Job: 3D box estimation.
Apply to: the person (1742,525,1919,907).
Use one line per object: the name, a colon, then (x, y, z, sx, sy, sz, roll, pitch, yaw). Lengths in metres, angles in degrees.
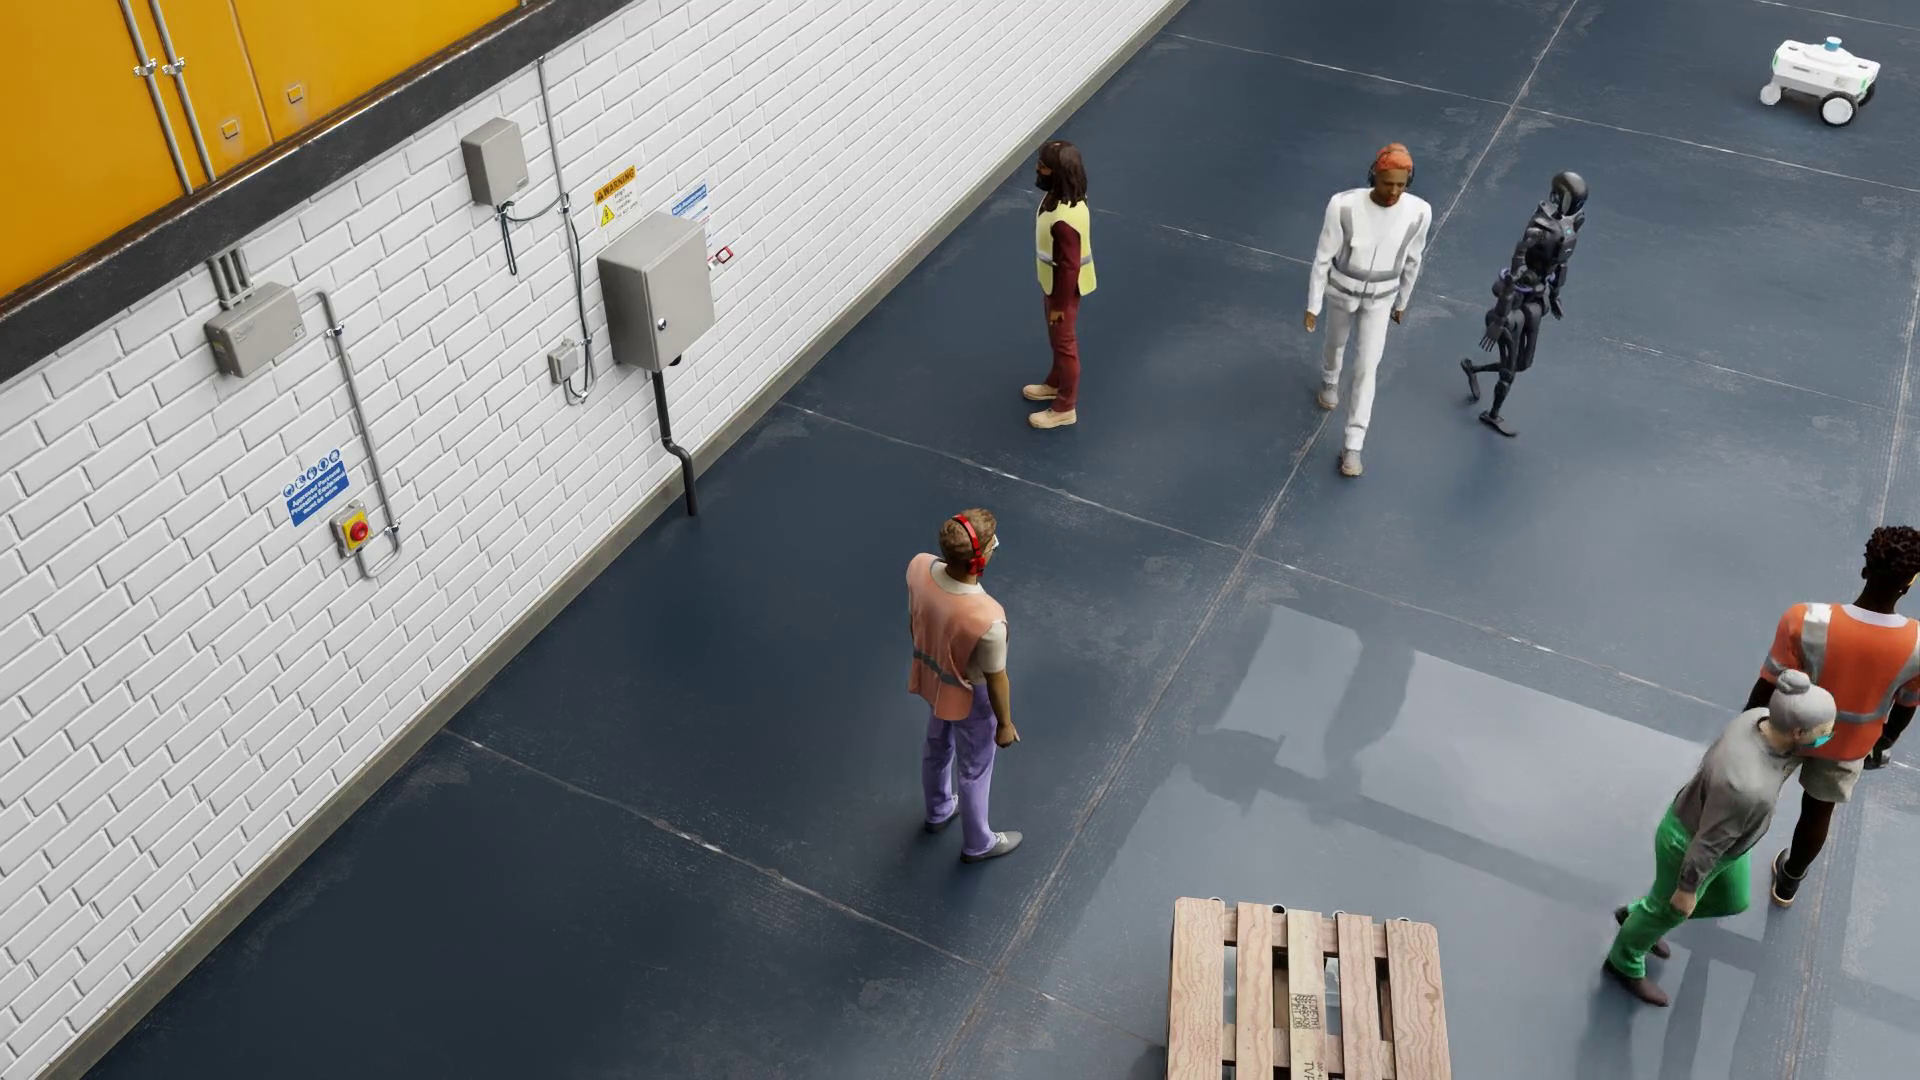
person: (3.446, 0.742, 6.681, 0.611, 1.961, 0.362, 11, 42, 12)

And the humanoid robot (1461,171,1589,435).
humanoid robot: (3.110, -1.377, 9.365, 0.615, 1.624, 0.535, -28, 48, -28)

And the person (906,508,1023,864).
person: (0.001, 0.629, 6.900, 0.389, 1.847, 0.562, -28, 48, -29)

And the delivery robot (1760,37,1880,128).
delivery robot: (6.607, -3.538, 12.718, 0.774, 0.592, 0.499, 27, 48, 28)

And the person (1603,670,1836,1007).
person: (2.855, 1.153, 6.306, 0.422, 1.828, 0.549, 31, 49, 31)

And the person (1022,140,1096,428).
person: (0.571, -1.423, 9.340, 0.381, 1.768, 0.467, -1, 41, -1)

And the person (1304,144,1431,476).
person: (2.217, -1.345, 9.202, 0.591, 1.838, 0.975, 6, 41, 7)
